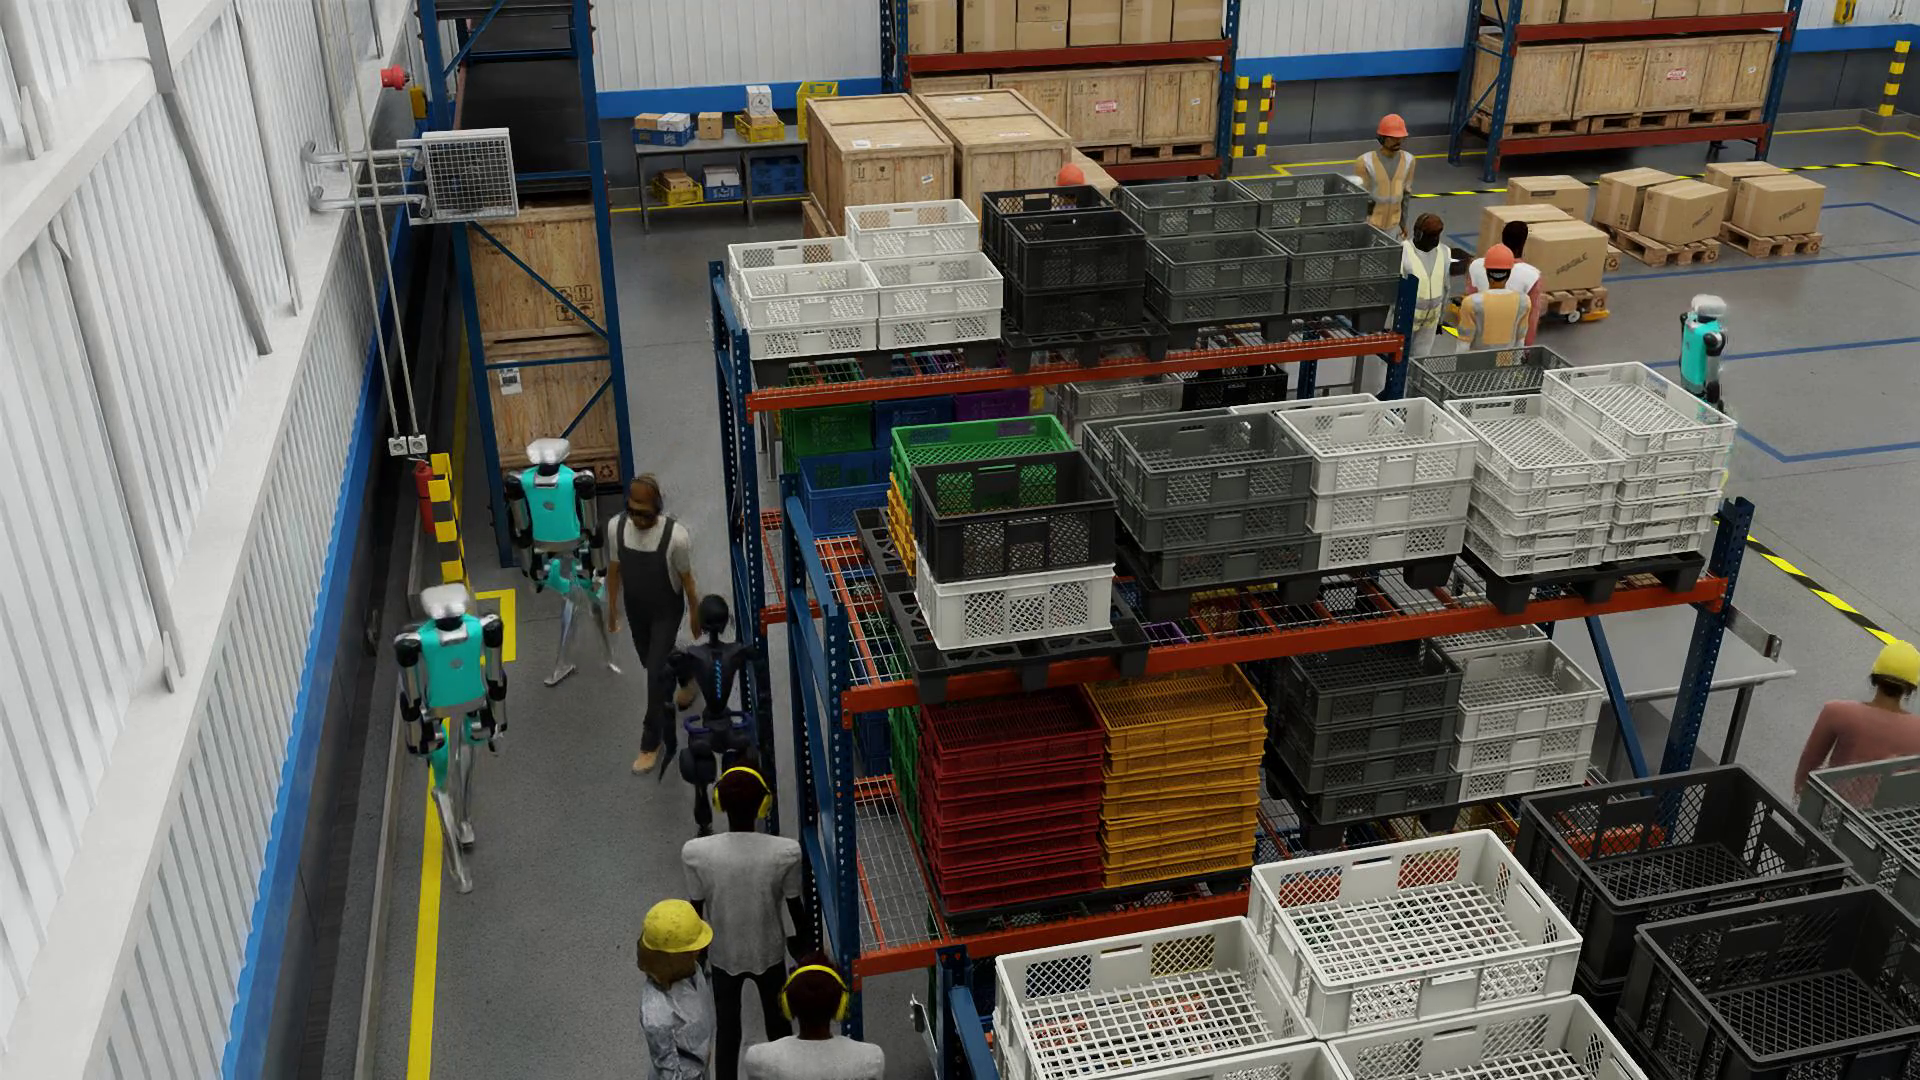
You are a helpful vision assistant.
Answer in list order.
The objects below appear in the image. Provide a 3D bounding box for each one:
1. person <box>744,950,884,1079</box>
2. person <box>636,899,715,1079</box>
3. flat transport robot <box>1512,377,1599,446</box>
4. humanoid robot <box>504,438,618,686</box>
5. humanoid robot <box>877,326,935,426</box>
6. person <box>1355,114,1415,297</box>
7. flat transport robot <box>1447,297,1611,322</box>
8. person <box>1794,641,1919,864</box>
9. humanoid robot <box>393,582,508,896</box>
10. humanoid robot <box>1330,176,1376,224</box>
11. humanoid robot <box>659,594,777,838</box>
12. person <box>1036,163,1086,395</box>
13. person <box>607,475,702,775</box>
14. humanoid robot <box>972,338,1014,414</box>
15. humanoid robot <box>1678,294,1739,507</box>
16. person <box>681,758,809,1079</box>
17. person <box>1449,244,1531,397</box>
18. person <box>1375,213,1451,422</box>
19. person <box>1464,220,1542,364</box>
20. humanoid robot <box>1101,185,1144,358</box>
[{"bbox_3d":[-0.510,2.272,6.030,0.501,1.861,0.322,-2,28,-4],"label":"person"},{"bbox_3d":[-1.058,2.102,6.475,0.293,1.744,0.484,1,28,1],"label":"person"},{"bbox_3d":[4.780,-1.036,14.013,0.659,0.231,1.431,-6,28,-12],"label":"flat transport robot"},{"bbox_3d":[-2.411,0.105,10.279,0.540,1.791,0.785,-1,28,-1],"label":"humanoid robot"},{"bbox_3d":[-0.520,-1.112,12.615,0.832,1.789,0.538,-2,28,-3],"label":"humanoid robot"},{"bbox_3d":[4.027,-3.051,15.930,0.612,2.047,0.360,-7,29,-12],"label":"person"},{"bbox_3d":[5.626,-2.339,16.454,1.431,0.197,0.652,-6,28,-12],"label":"flat transport robot"},{"bbox_3d":[4.369,1.246,8.121,0.543,1.714,0.897,13,31,23],"label":"person"},{"bbox_3d":[-2.671,0.932,8.722,0.543,1.786,0.790,-15,31,-26],"label":"humanoid robot"},{"bbox_3d":[3.366,-2.499,15.237,0.539,1.799,0.835,-8,29,-14],"label":"humanoid robot"},{"bbox_3d":[-1.257,1.066,8.568,0.609,1.611,0.725,-8,29,-14],"label":"humanoid robot"},{"bbox_3d":[0.944,-2.244,14.399,0.606,2.048,0.367,-2,28,-4],"label":"person"},{"bbox_3d":[-1.755,0.387,9.670,0.527,1.810,0.870,10,29,18],"label":"person"},{"bbox_3d":[0.421,-0.665,11.858,0.722,1.910,0.550,-11,30,-20],"label":"humanoid robot"},{"bbox_3d":[5.605,-0.912,12.313,0.766,1.871,0.541,-1,28,-2],"label":"humanoid robot"},{"bbox_3d":[-0.893,1.752,7.025,0.510,1.861,0.356,-2,28,-4],"label":"person"},{"bbox_3d":[4.024,-1.319,12.771,0.545,1.928,0.381,-2,28,-4],"label":"person"},{"bbox_3d":[3.772,-1.823,13.830,0.622,1.837,0.429,-9,29,-16],"label":"person"},{"bbox_3d":[4.302,-1.615,13.342,0.596,1.916,0.371,18,33,30],"label":"person"},{"bbox_3d":[1.423,-2.396,15.117,0.609,1.640,0.610,1,28,2],"label":"humanoid robot"}]
